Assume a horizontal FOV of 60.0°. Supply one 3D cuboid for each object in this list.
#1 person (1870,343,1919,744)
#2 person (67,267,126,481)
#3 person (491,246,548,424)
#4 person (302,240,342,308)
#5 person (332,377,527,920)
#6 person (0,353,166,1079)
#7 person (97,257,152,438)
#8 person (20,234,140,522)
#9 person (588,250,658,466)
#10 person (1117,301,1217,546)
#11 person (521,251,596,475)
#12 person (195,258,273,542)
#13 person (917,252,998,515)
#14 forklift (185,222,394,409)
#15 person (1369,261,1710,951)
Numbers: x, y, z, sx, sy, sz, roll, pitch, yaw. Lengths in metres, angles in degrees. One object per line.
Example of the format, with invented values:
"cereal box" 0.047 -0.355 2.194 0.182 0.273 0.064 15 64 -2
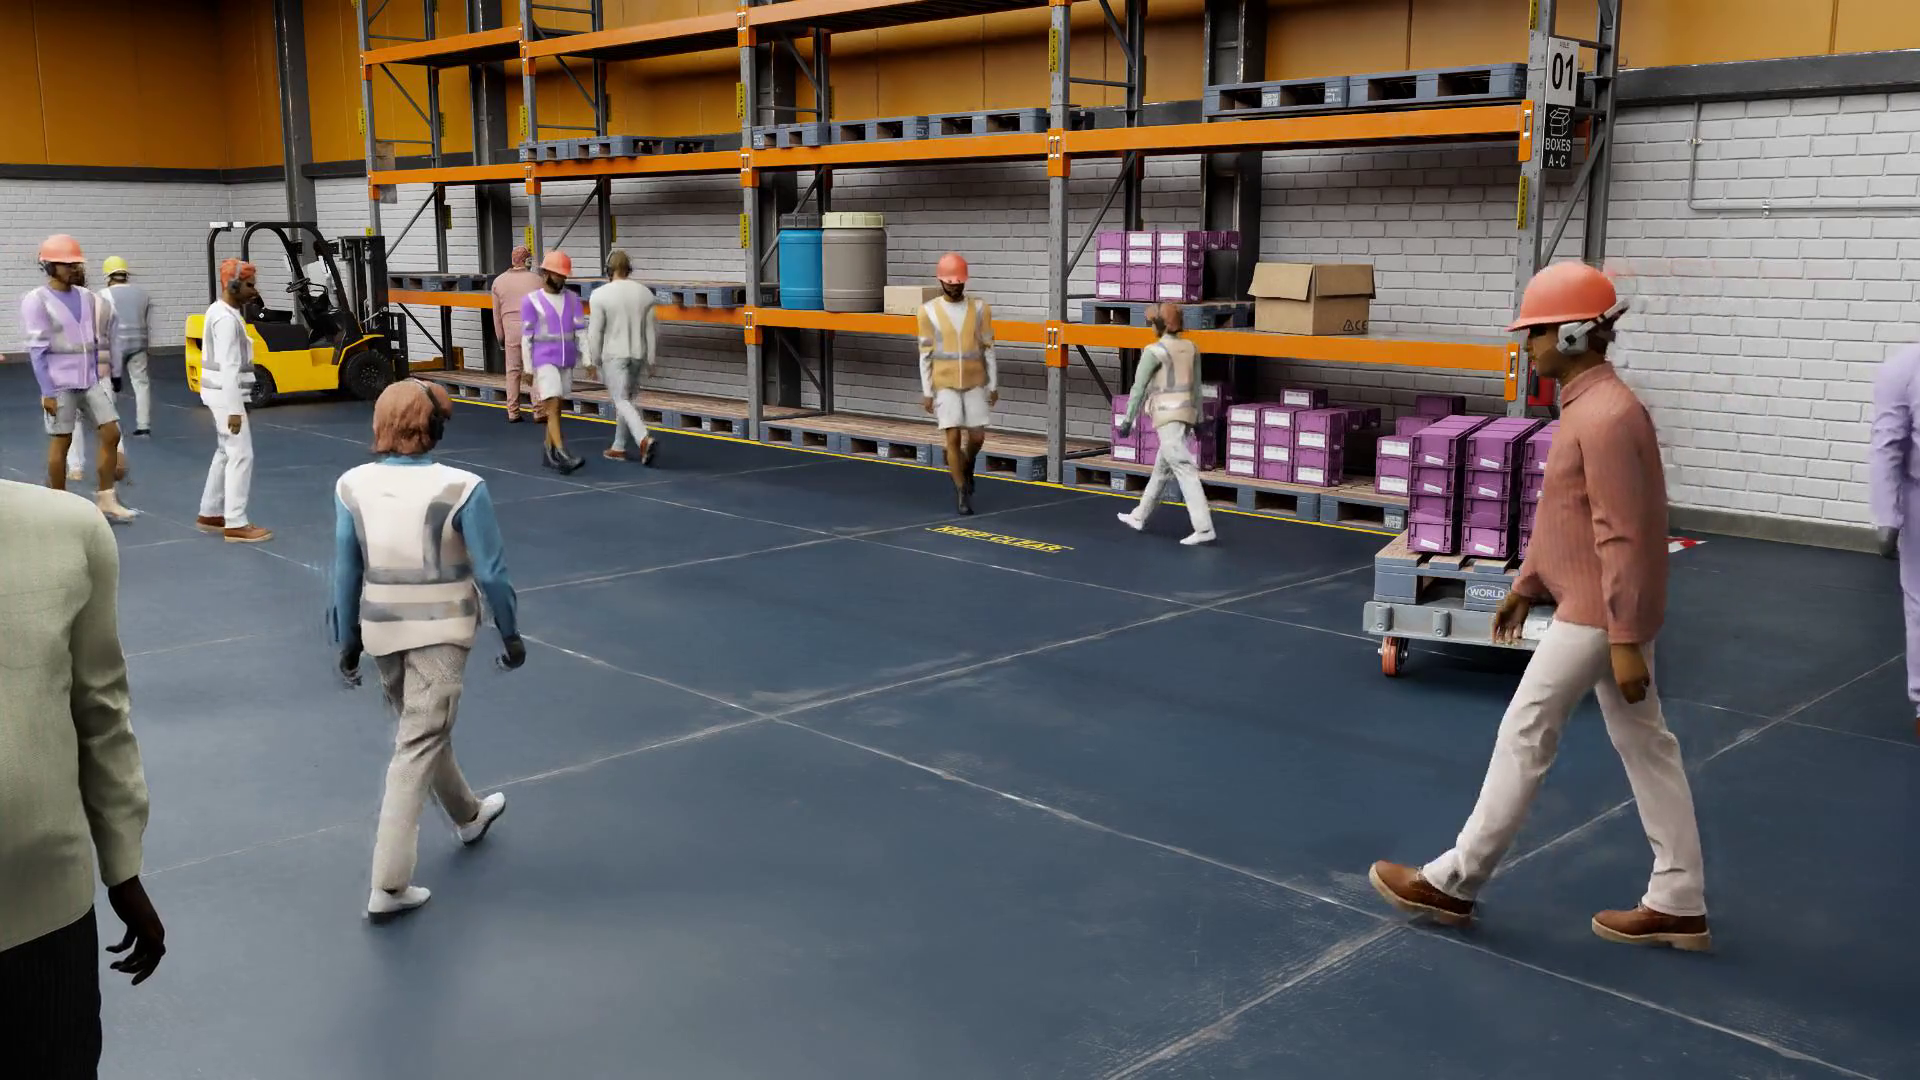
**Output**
"person" 3.876 -0.087 6.445 0.657 1.884 0.503 4 11 20
"person" -7.155 -1.360 13.590 0.633 1.816 0.814 -9 14 -41
"person" -4.688 -2.206 17.940 0.651 1.906 0.403 2 11 12
"person" -9.201 -3.363 24.087 0.613 1.964 0.361 1 10 3
"person" -1.635 0.297 5.147 0.527 1.584 0.888 3 11 16
"person" -1.551 0.568 2.566 0.374 1.997 0.614 8 13 38
"person" -8.424 -1.926 16.694 0.807 1.799 0.590 9 14 40
"person" -6.063 -1.083 11.493 0.747 2.019 0.650 3 11 17
"person" -2.941 -1.603 14.695 0.637 1.904 0.929 -10 14 -43
"person" 1.374 -0.775 10.994 0.900 1.580 0.526 10 14 44
"person" -3.393 -1.500 14.178 0.538 1.879 0.951 -10 14 -43
"person" -4.877 -0.918 11.008 0.507 1.872 0.709 -5 11 -25
"person" -0.021 -1.140 12.135 0.597 1.900 0.656 -1 10 -8
"forklift" -8.169 -2.758 20.163 2.313 2.155 1.214 -10 14 -44
"person" 1.700 0.192 4.749 1.020 1.932 0.605 5 11 24
